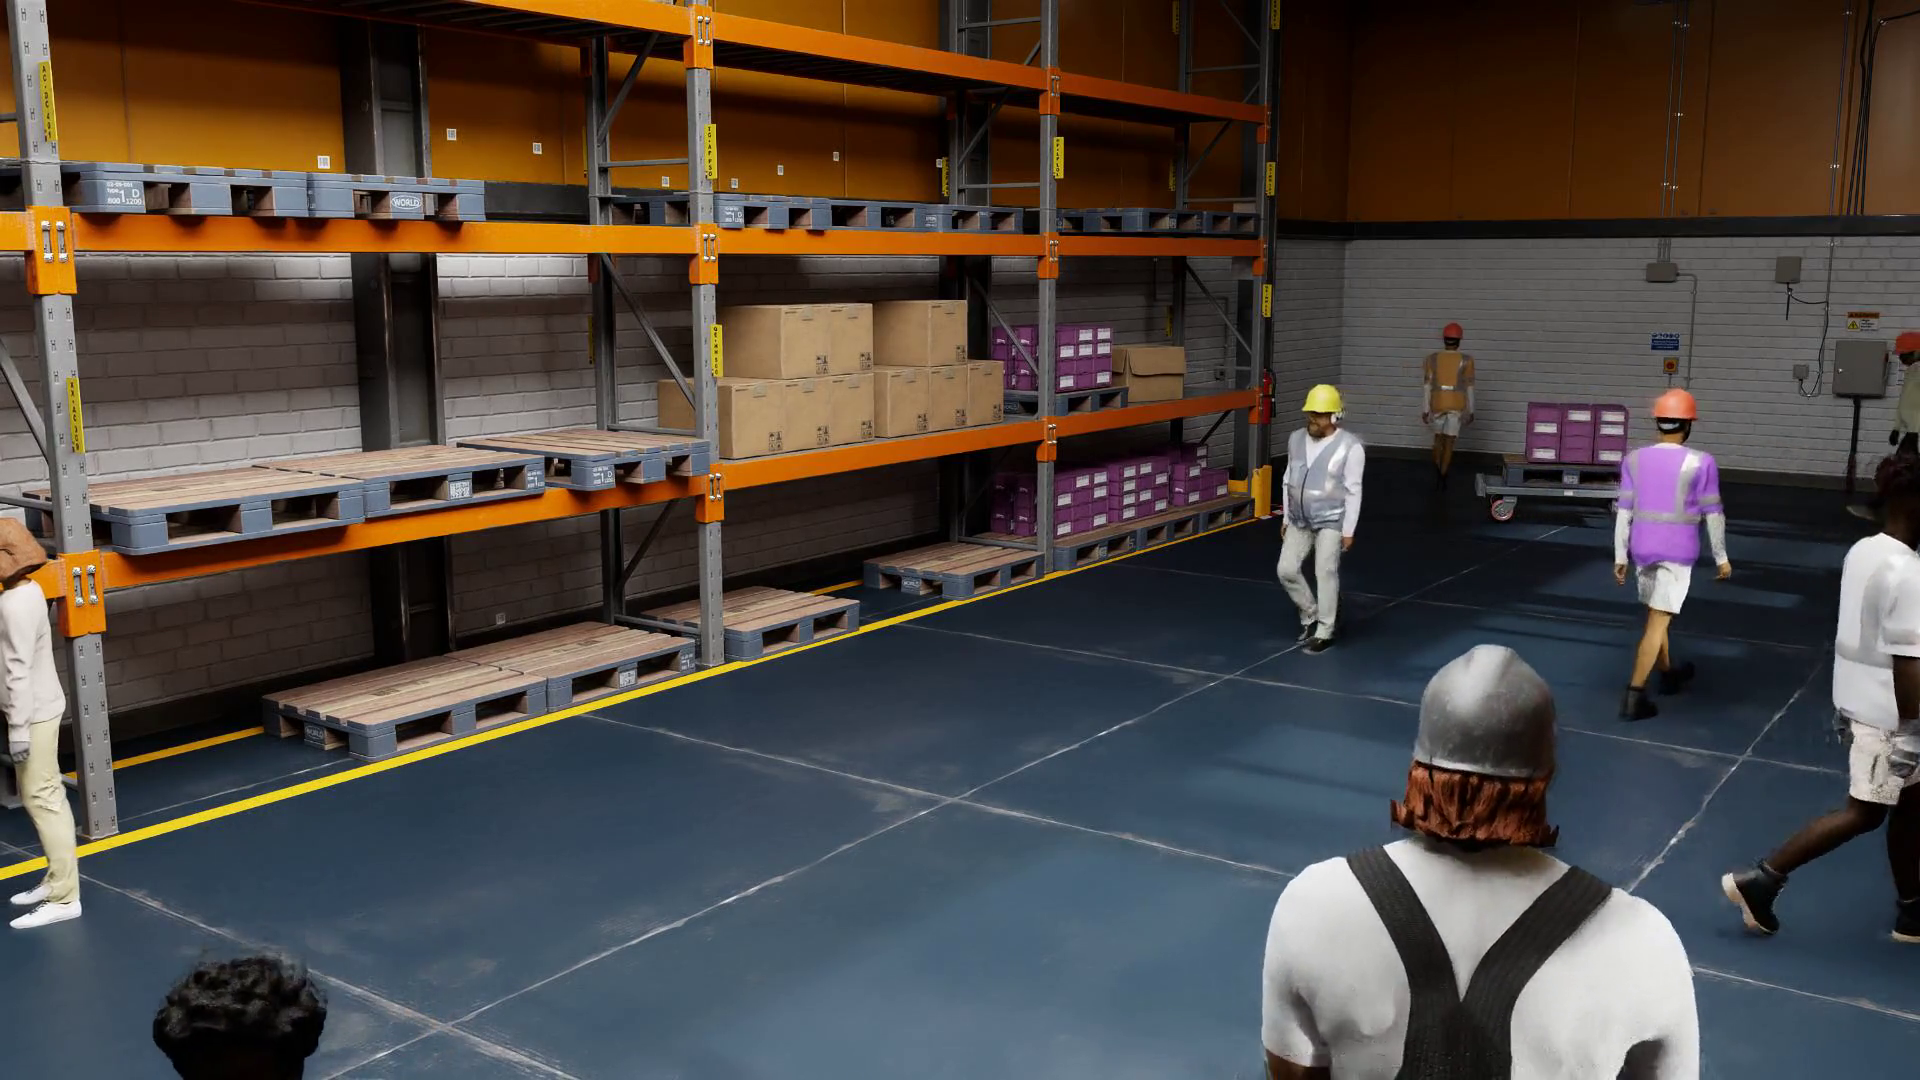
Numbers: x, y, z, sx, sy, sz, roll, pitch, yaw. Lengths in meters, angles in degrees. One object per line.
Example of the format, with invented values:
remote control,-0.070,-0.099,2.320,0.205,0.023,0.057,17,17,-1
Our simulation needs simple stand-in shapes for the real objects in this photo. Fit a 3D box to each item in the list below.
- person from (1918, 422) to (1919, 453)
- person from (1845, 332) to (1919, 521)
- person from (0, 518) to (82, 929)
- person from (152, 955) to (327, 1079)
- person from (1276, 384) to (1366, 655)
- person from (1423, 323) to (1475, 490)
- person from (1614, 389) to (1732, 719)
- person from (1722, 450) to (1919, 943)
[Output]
person,9.196,-0.836,15.464,0.534,1.756,0.358,7,12,35
person,9.495,-1.108,16.598,1.021,1.915,0.627,4,10,21
person,-3.715,0.716,6.619,0.284,1.626,0.498,-5,11,-26
person,-1.023,1.384,2.521,0.538,1.678,0.649,-3,10,-17
person,2.385,-0.133,11.085,0.424,1.815,0.621,-9,13,-43
person,5.687,-1.551,19.285,0.564,1.896,0.910,4,11,25
person,4.149,0.068,9.712,1.010,1.879,0.565,-7,12,-37
person,3.439,0.615,6.308,0.906,1.939,0.603,2,10,13
